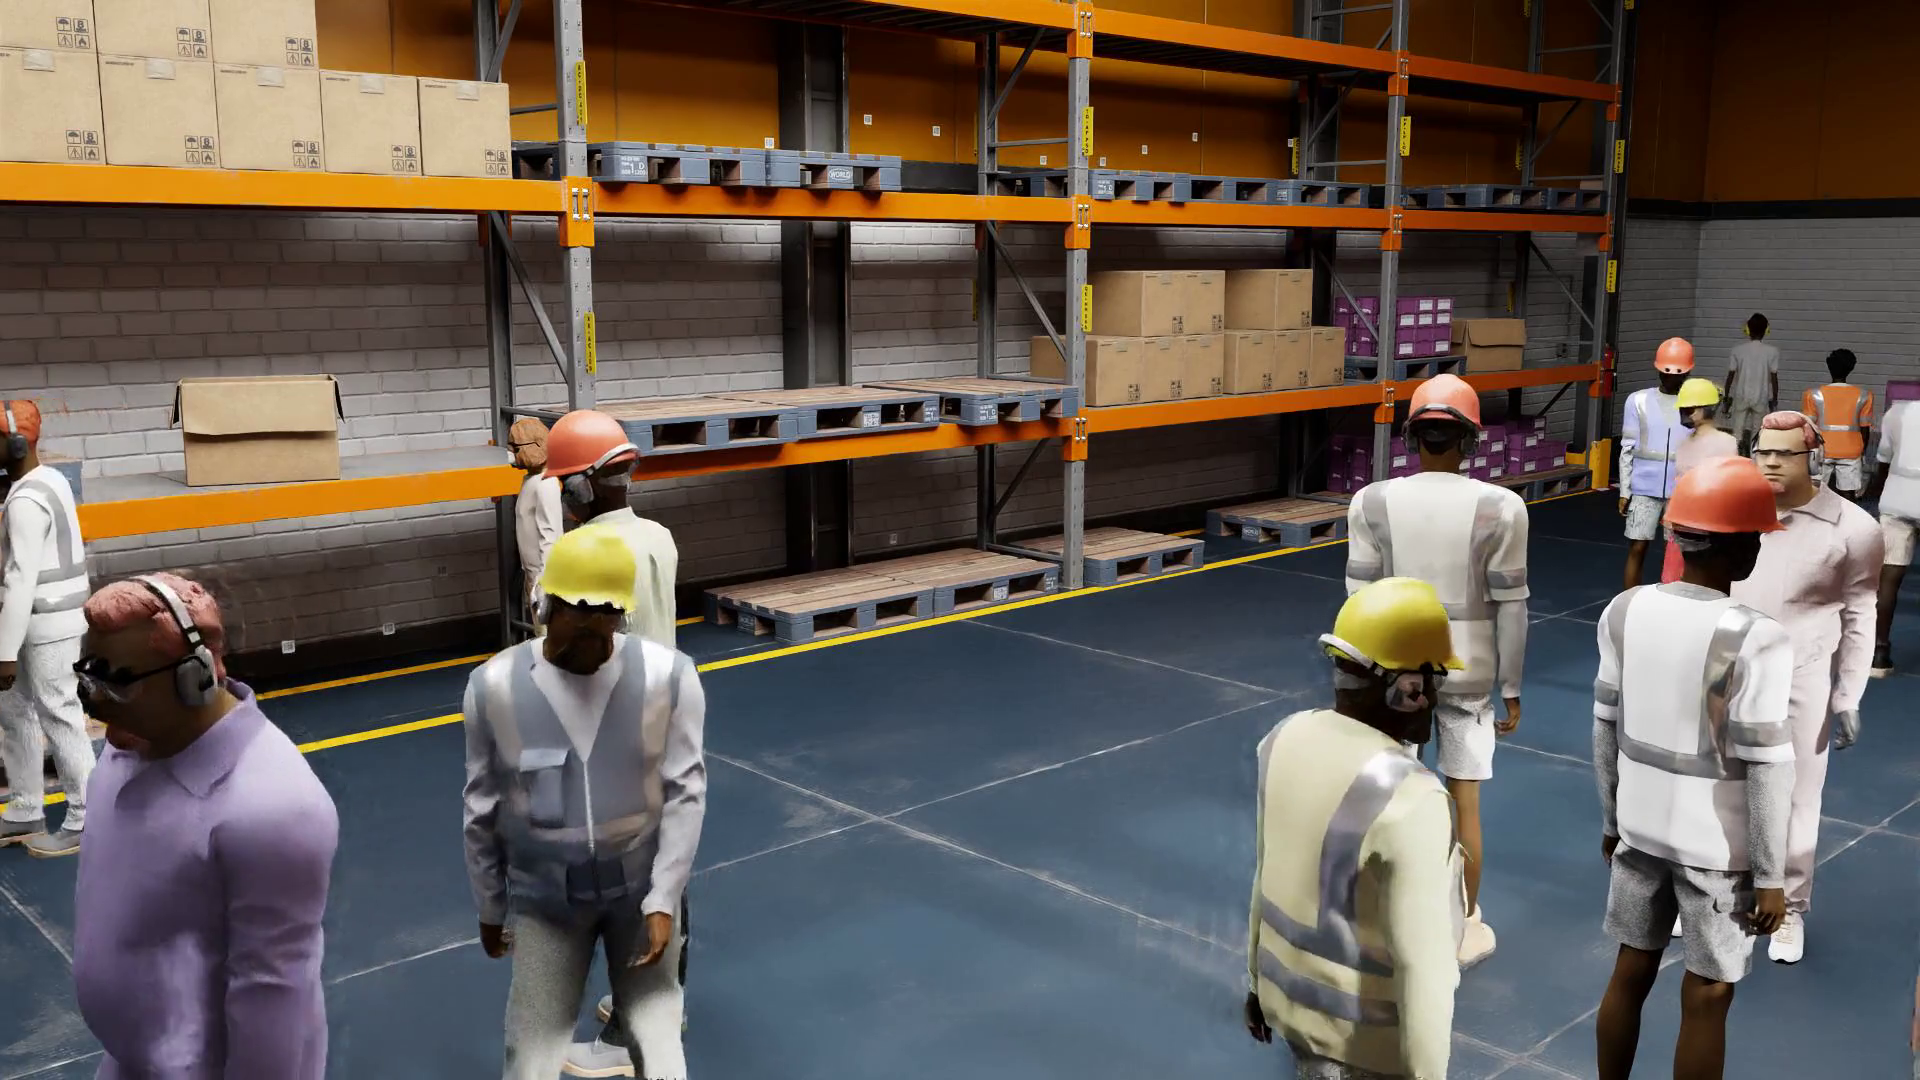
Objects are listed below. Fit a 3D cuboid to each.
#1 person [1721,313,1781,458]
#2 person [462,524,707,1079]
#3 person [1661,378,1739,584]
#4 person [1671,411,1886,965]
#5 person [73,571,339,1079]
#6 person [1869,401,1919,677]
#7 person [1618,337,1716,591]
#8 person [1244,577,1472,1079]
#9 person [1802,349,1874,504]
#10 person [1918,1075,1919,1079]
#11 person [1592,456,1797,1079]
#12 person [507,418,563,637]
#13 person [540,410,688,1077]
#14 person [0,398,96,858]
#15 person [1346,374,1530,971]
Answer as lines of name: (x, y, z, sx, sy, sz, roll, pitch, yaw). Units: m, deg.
person: (8.280, -1.449, 17.405, 0.544, 1.846, 0.811, 5, 11, 27)
person: (-0.899, 0.857, 4.017, 0.587, 1.809, 0.485, -2, 10, -13)
person: (4.384, -0.080, 9.700, 0.777, 1.733, 0.530, -3, 10, -17)
person: (2.793, 0.504, 5.779, 0.637, 1.911, 0.403, 8, 13, 40)
person: (-1.405, 0.979, 3.063, 0.661, 1.882, 0.481, 8, 12, 39)
person: (5.680, -0.172, 9.734, 1.009, 1.894, 0.629, -8, 13, -41)
person: (4.439, -0.310, 10.488, 0.543, 1.928, 0.372, 3, 10, 18)
person: (0.730, 0.966, 3.418, 0.808, 1.804, 0.617, -3, 10, -15)
person: (6.987, -0.677, 13.306, 0.536, 1.696, 0.322, 3, 10, 16)
person: (2.022, 1.097, 3.223, 0.805, 1.593, 0.524, -3, 10, -17)
person: (1.881, 0.748, 4.260, 0.356, 1.937, 0.552, -5, 11, -27)
person: (-2.117, 0.197, 8.405, 0.278, 1.628, 0.499, -4, 10, -21)
person: (-1.034, 0.606, 4.955, 0.402, 1.984, 0.613, 2, 10, 13)
person: (-3.791, 0.375, 6.621, 0.649, 1.871, 0.613, -4, 11, -23)
person: (1.627, 0.452, 5.709, 0.605, 2.037, 0.392, 5, 11, 26)
